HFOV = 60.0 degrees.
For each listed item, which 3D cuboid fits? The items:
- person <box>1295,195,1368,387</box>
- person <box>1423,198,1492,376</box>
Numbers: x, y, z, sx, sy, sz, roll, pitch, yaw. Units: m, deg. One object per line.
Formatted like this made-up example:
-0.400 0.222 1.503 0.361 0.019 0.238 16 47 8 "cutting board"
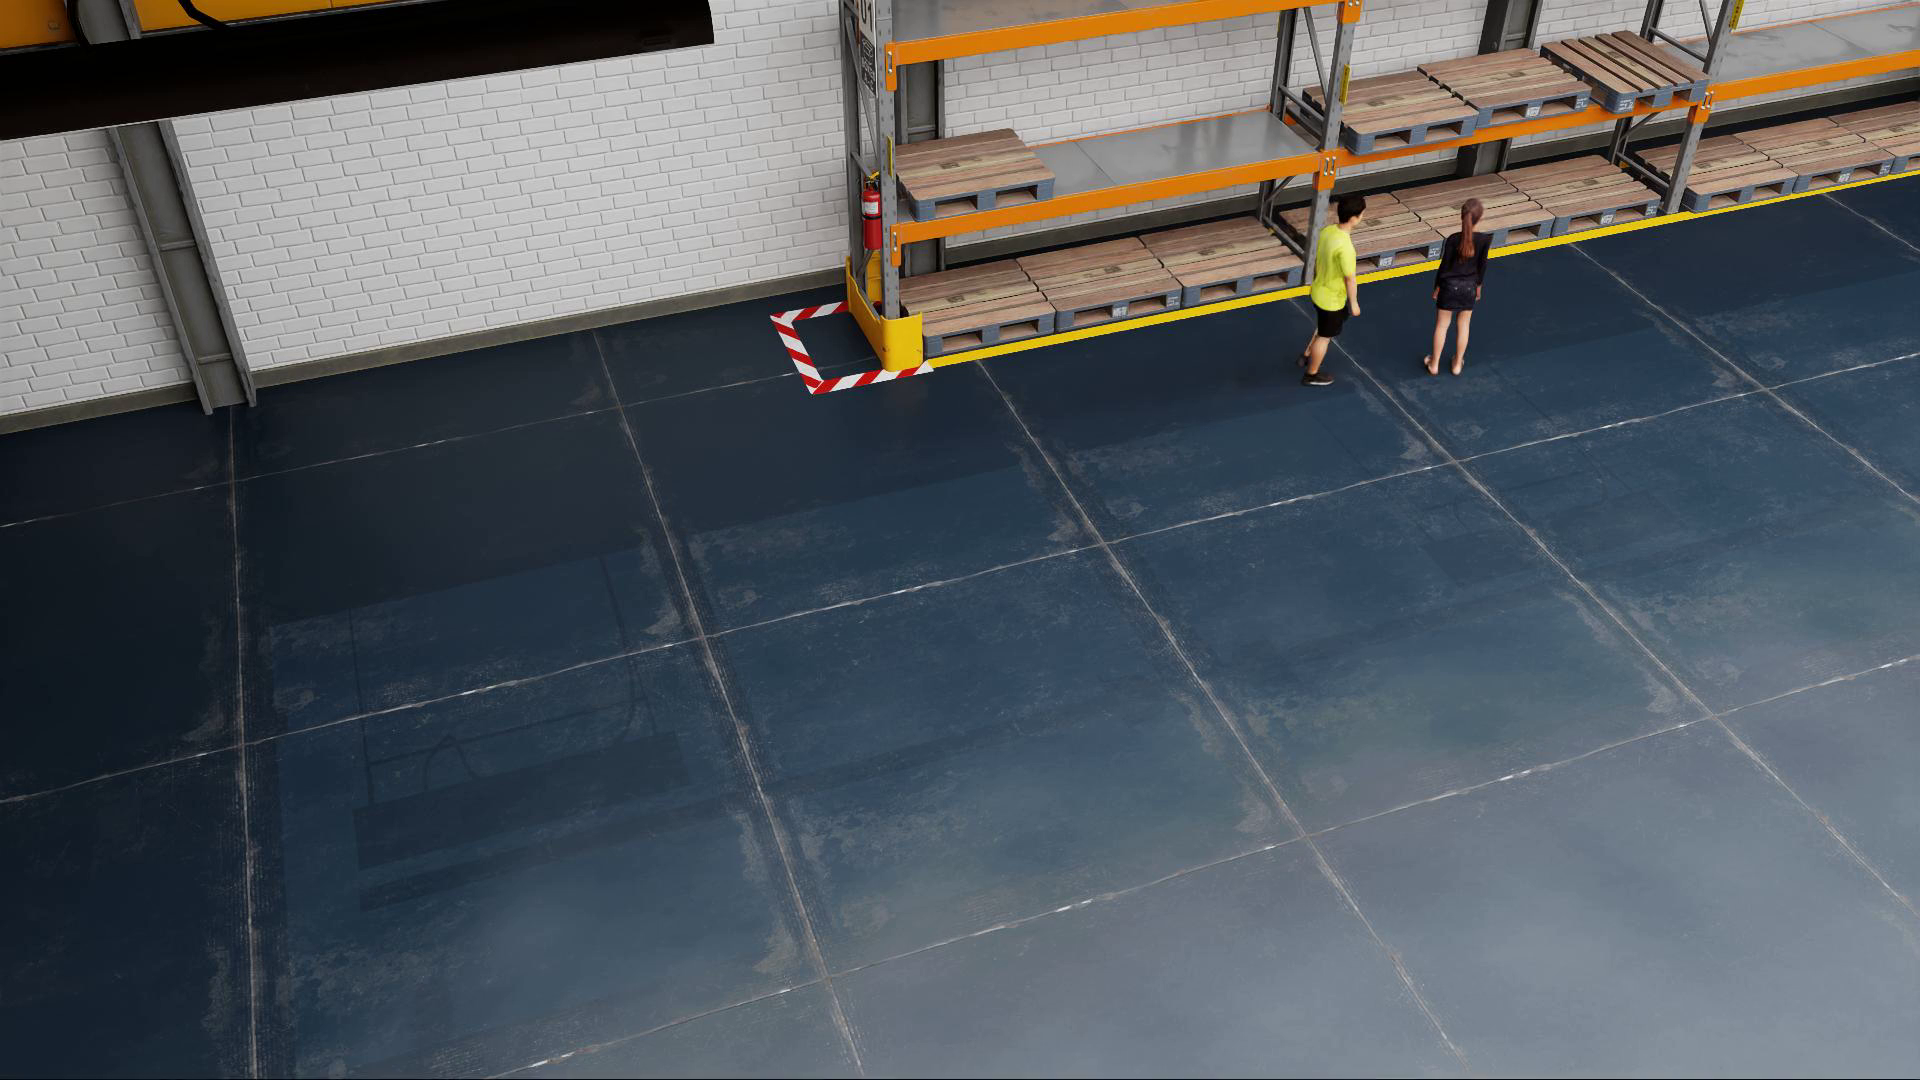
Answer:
2.902 -1.970 13.350 0.668 1.696 0.670 -9 39 -11 "person"
4.074 -2.069 13.587 0.587 1.555 0.683 3 39 3 "person"
